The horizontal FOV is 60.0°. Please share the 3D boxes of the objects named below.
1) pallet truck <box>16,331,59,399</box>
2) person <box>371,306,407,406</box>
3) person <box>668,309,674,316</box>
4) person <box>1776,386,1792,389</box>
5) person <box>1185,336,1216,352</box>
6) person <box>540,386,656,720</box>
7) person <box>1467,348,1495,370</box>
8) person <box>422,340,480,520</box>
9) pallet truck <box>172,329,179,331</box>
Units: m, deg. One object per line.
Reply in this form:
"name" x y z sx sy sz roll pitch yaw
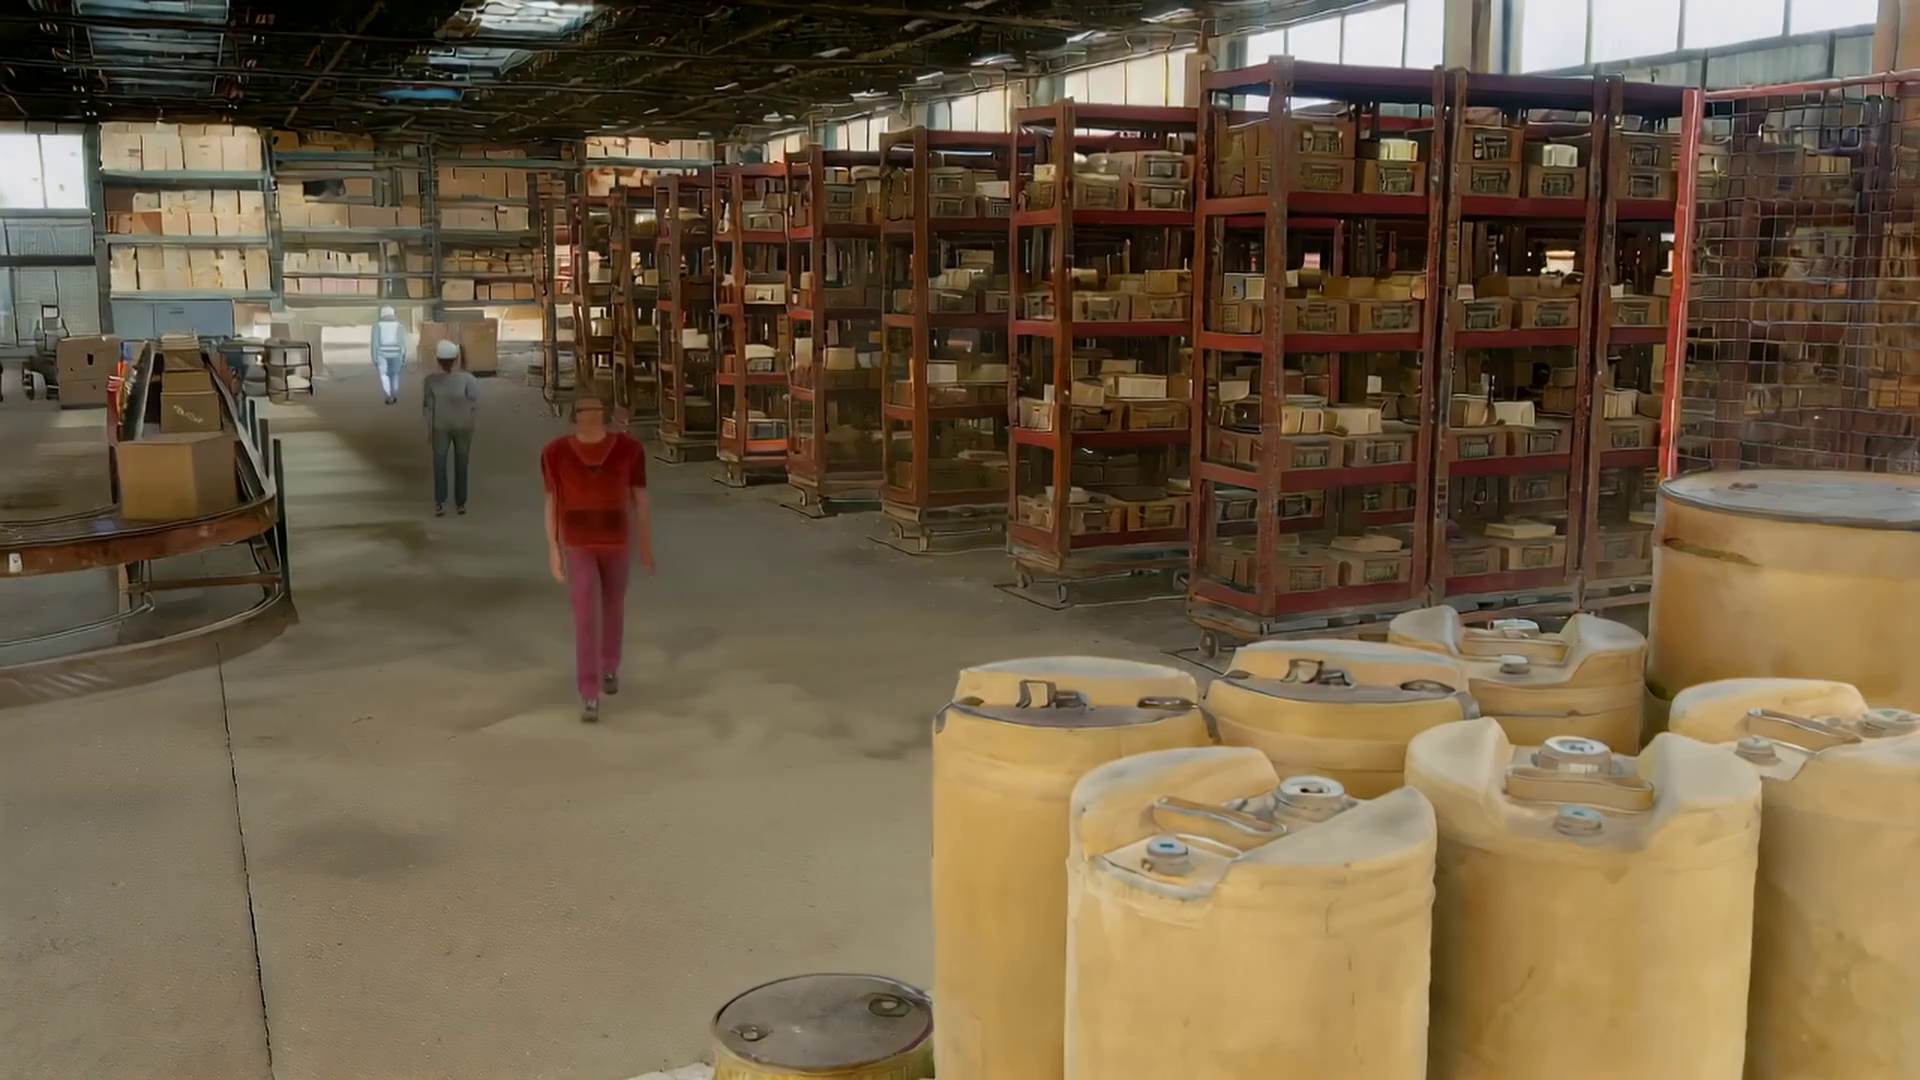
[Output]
"pallet truck" -17.082 -3.353 31.781 1.630 1.274 0.653 -4 10 -25
"person" -10.354 -3.341 30.171 0.596 1.802 0.835 -4 10 -24
"person" -8.208 -6.122 47.141 0.645 1.902 0.873 8 12 41
"person" 12.476 -2.475 25.059 0.594 1.707 0.858 -3 10 -20
"person" 3.358 -2.409 23.620 0.615 2.041 0.376 -5 10 -28
"person" -1.995 0.041 9.192 0.590 1.792 0.971 -2 9 -14
"person" 5.689 -1.523 18.267 0.373 1.997 0.618 7 12 38
"person" -4.958 -1.067 16.241 0.530 1.741 0.746 -3 10 -16
"pallet truck" -17.275 -3.851 35.096 1.601 1.201 0.680 0 9 1
